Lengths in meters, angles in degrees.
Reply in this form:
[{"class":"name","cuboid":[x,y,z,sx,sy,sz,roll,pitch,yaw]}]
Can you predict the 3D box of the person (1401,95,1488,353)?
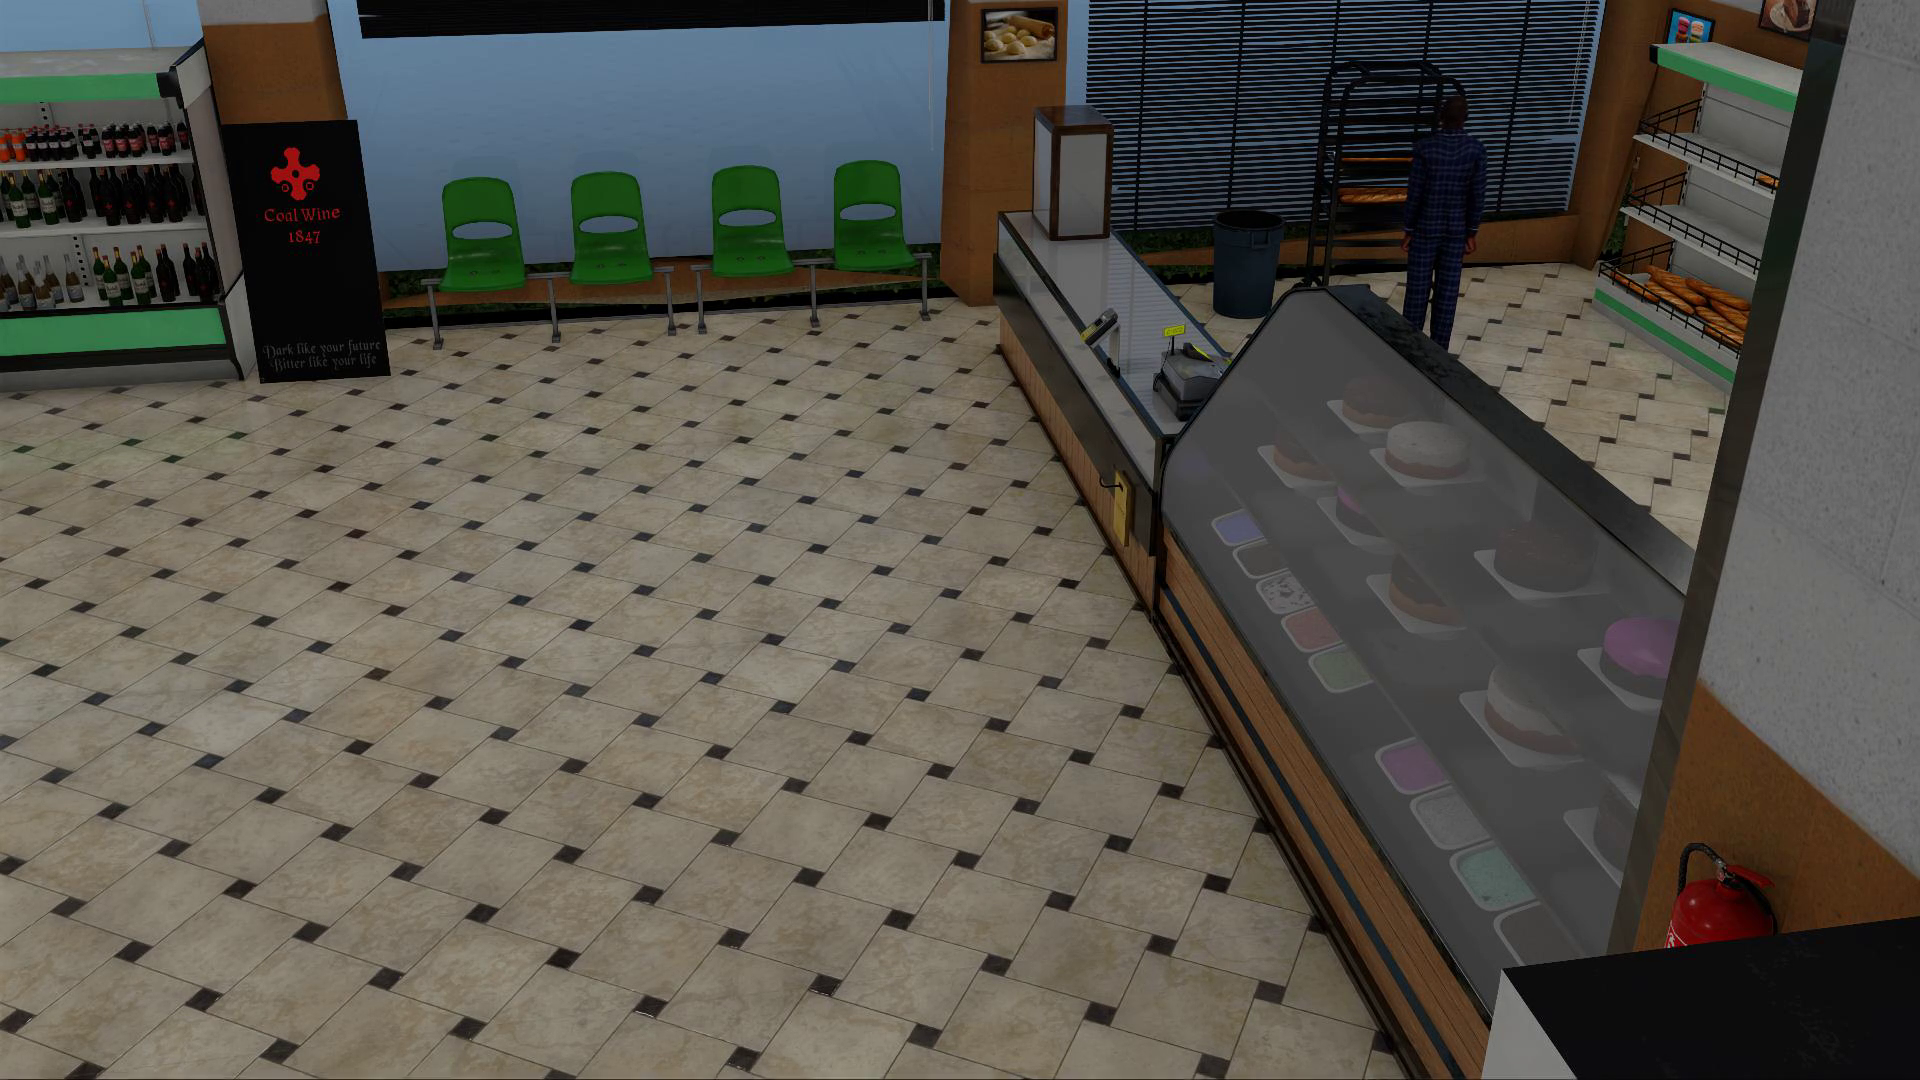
[{"class":"person","cuboid":[3.243,-2.099,11.267,0.678,1.824,0.818,5,27,9]}]
